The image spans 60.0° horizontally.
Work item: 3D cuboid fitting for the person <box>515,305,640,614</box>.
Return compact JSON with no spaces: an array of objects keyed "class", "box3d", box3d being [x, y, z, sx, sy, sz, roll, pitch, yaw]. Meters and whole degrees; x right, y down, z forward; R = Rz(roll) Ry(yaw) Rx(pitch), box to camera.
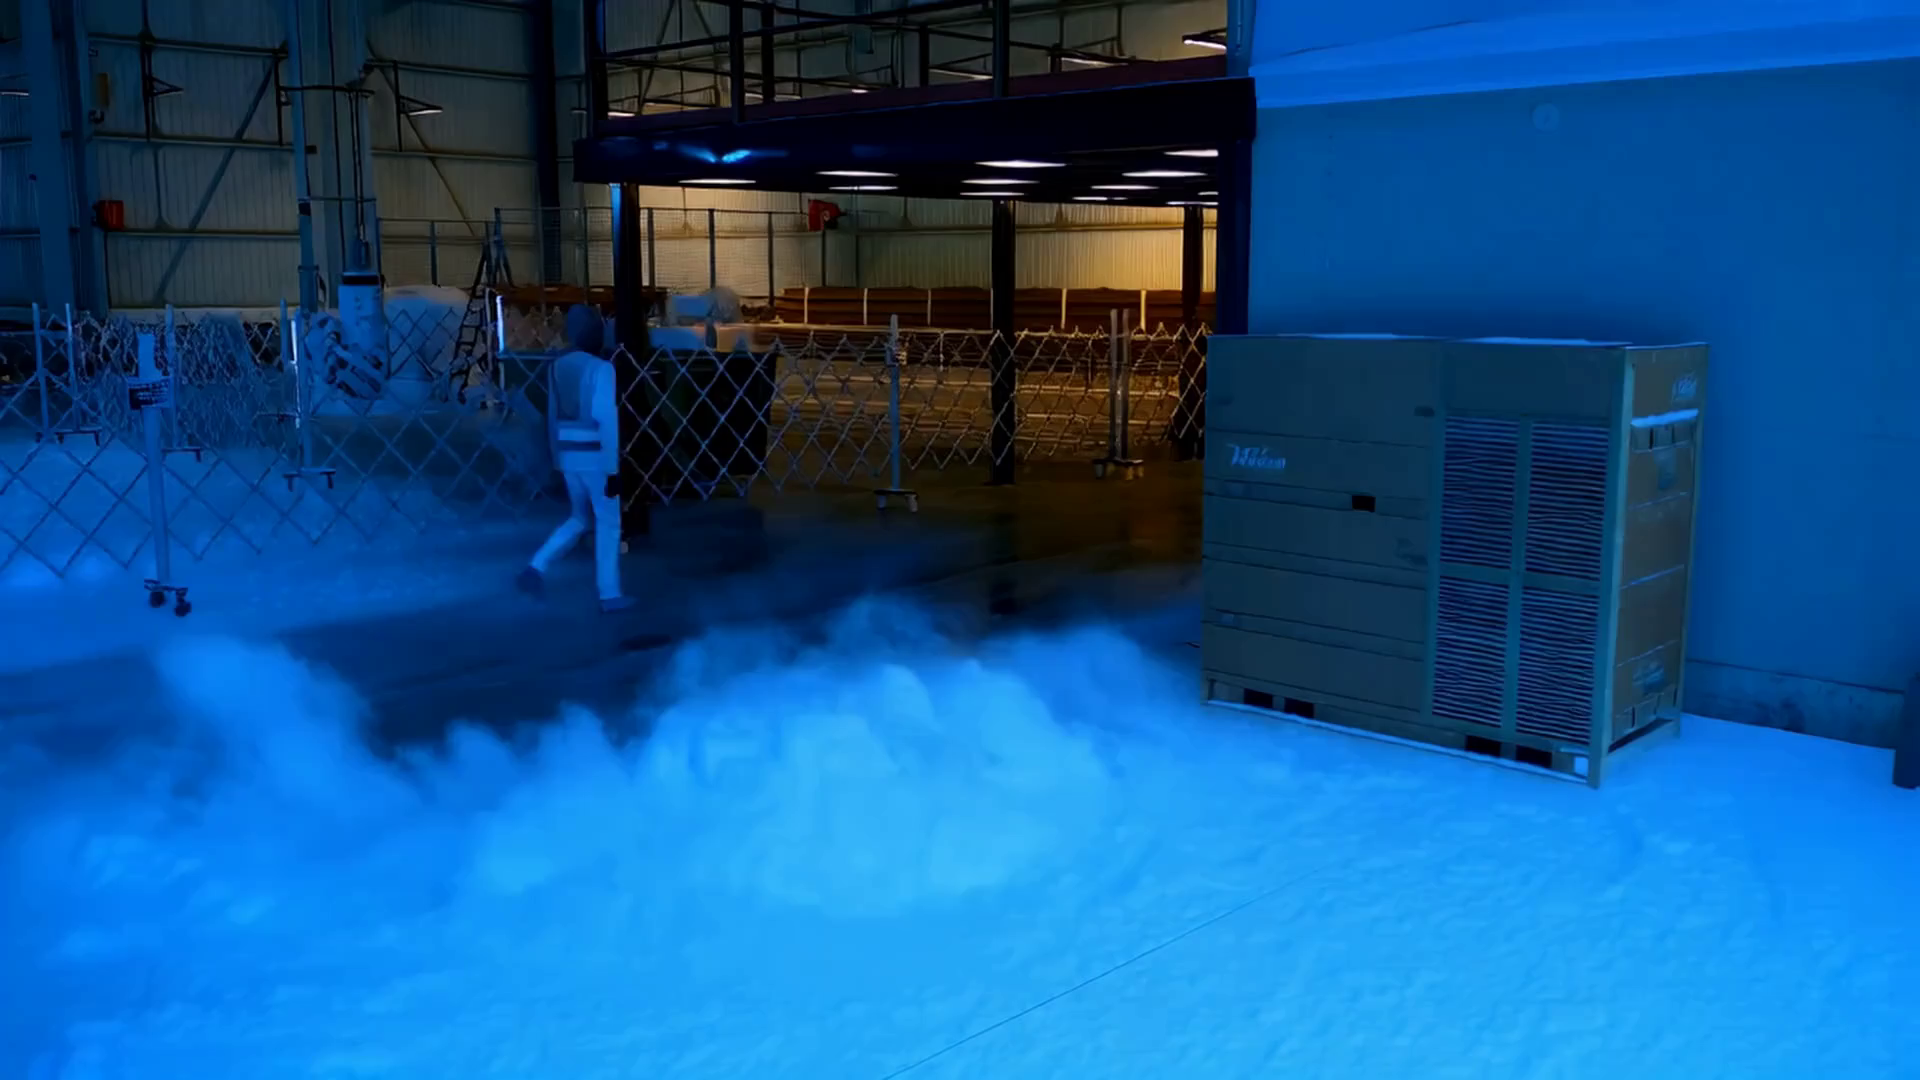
[{"class":"person","box3d":[-2.258,-0.451,9.829,0.583,1.864,0.712,8,12,41]}]
